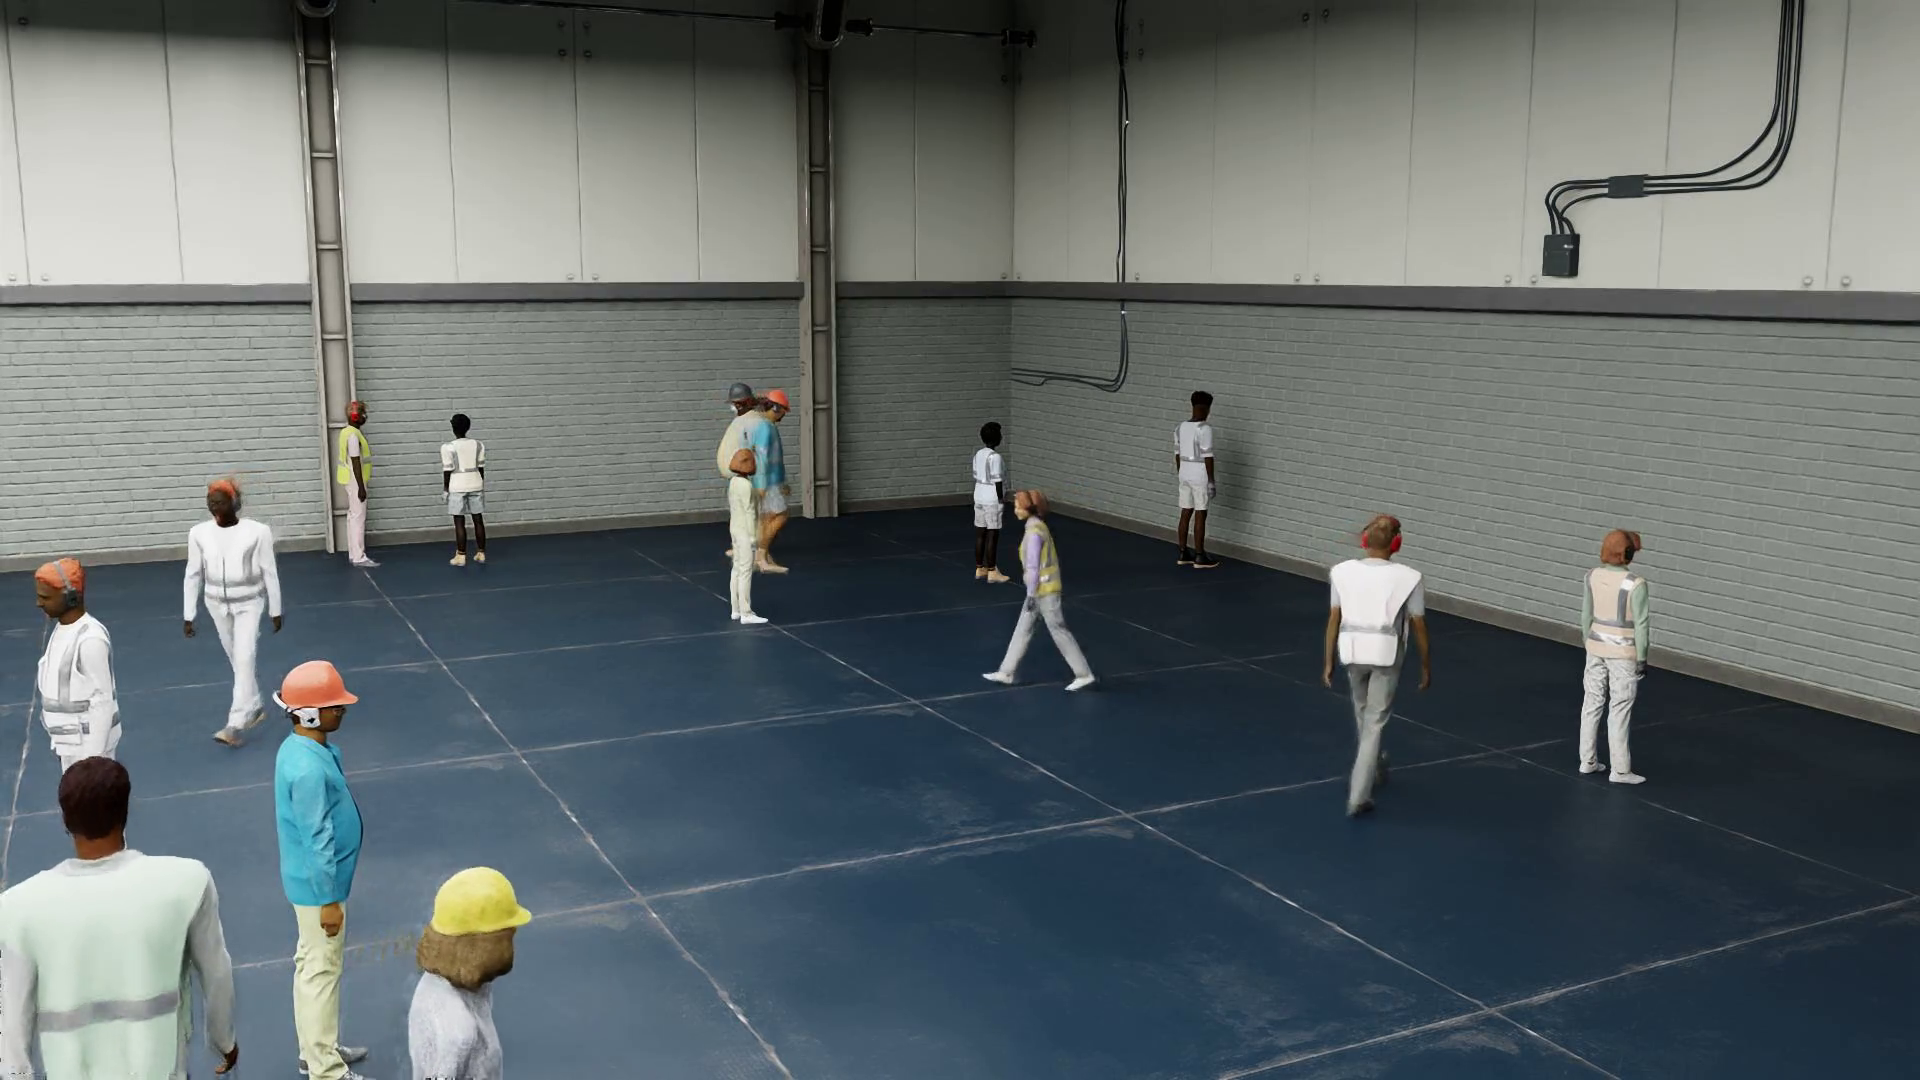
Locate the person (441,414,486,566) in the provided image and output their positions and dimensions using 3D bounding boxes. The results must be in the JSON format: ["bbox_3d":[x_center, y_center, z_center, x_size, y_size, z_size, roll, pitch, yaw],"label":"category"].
[{"bbox_3d":[-5.522,-0.559,18.528,0.321,1.697,0.530,9,13,44],"label":"person"}]

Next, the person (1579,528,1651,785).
[{"bbox_3d":[4.198,0.744,10.675,0.308,1.642,0.510,-5,10,-26],"label":"person"}]

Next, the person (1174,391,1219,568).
[{"bbox_3d":[2.629,-0.675,18.440,0.379,1.959,0.604,-6,11,-31],"label":"person"}]

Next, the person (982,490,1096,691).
[{"bbox_3d":[0.646,0.399,12.962,0.884,1.591,0.554,0,9,-1],"label":"person"}]

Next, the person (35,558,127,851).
[{"bbox_3d":[-4.357,1.015,8.245,0.356,1.887,0.572,-8,12,-42],"label":"person"}]

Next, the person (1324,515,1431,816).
[{"bbox_3d":[2.591,0.737,10.230,0.592,1.790,0.968,6,11,32],"label":"person"}]

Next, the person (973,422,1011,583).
[{"bbox_3d":[0.323,-0.399,17.547,0.319,1.696,0.532,-5,10,-26],"label":"person"}]

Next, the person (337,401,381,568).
[{"bbox_3d":[-6.686,-0.615,18.408,0.390,1.848,0.565,-5,10,-26],"label":"person"}]

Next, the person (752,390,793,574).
[{"bbox_3d":[-2.007,-0.616,17.969,0.474,1.999,0.660,-1,9,-6],"label":"person"}]

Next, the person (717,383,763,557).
[{"bbox_3d":[-2.473,-0.778,18.821,0.535,2.000,0.674,-4,10,-21],"label":"person"}]

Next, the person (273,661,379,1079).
[{"bbox_3d":[-2.540,1.341,6.646,0.326,1.752,0.559,-5,10,-26],"label":"person"}]

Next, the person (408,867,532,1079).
[{"bbox_3d":[-1.397,1.714,4.543,0.882,1.679,0.495,-4,10,-25],"label":"person"}]

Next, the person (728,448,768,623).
[{"bbox_3d":[-2.002,-0.041,15.526,0.286,1.635,0.497,-5,10,-26],"label":"person"}]

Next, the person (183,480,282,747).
[{"bbox_3d":[-5.107,0.496,11.630,0.606,1.828,0.991,0,9,1],"label":"person"}]

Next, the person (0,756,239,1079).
[{"bbox_3d":[-2.490,1.557,4.969,0.600,1.864,0.990,-3,10,-18],"label":"person"}]
